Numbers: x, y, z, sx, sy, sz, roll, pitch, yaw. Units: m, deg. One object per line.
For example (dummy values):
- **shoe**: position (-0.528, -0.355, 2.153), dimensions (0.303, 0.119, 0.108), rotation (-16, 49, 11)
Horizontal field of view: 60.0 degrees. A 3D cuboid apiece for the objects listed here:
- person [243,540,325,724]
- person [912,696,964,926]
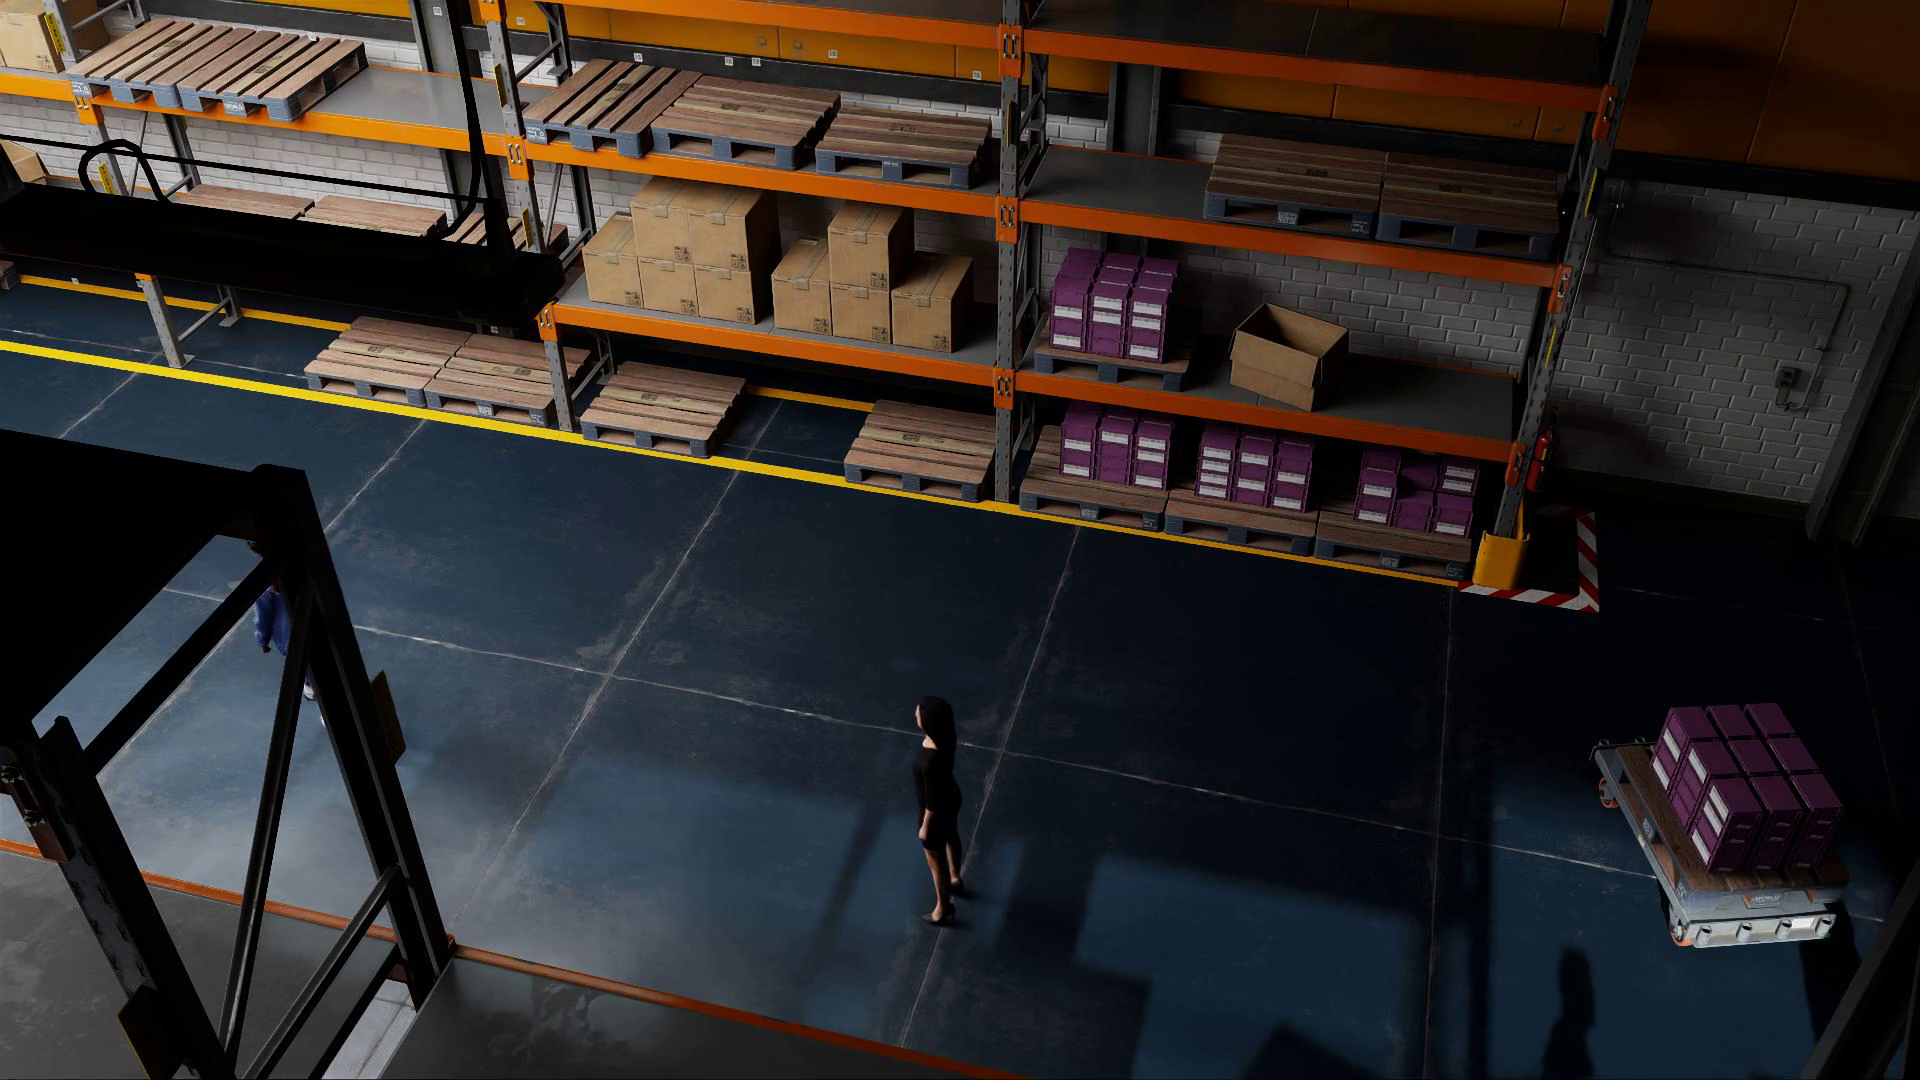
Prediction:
- **person**: position (-4.457, 0.624, 11.390), dimensions (1.046, 1.783, 0.838), rotation (19, 42, 22)
- **person**: position (-0.128, 1.643, 10.100), dimensions (0.514, 1.802, 0.616), rotation (12, 40, 15)
